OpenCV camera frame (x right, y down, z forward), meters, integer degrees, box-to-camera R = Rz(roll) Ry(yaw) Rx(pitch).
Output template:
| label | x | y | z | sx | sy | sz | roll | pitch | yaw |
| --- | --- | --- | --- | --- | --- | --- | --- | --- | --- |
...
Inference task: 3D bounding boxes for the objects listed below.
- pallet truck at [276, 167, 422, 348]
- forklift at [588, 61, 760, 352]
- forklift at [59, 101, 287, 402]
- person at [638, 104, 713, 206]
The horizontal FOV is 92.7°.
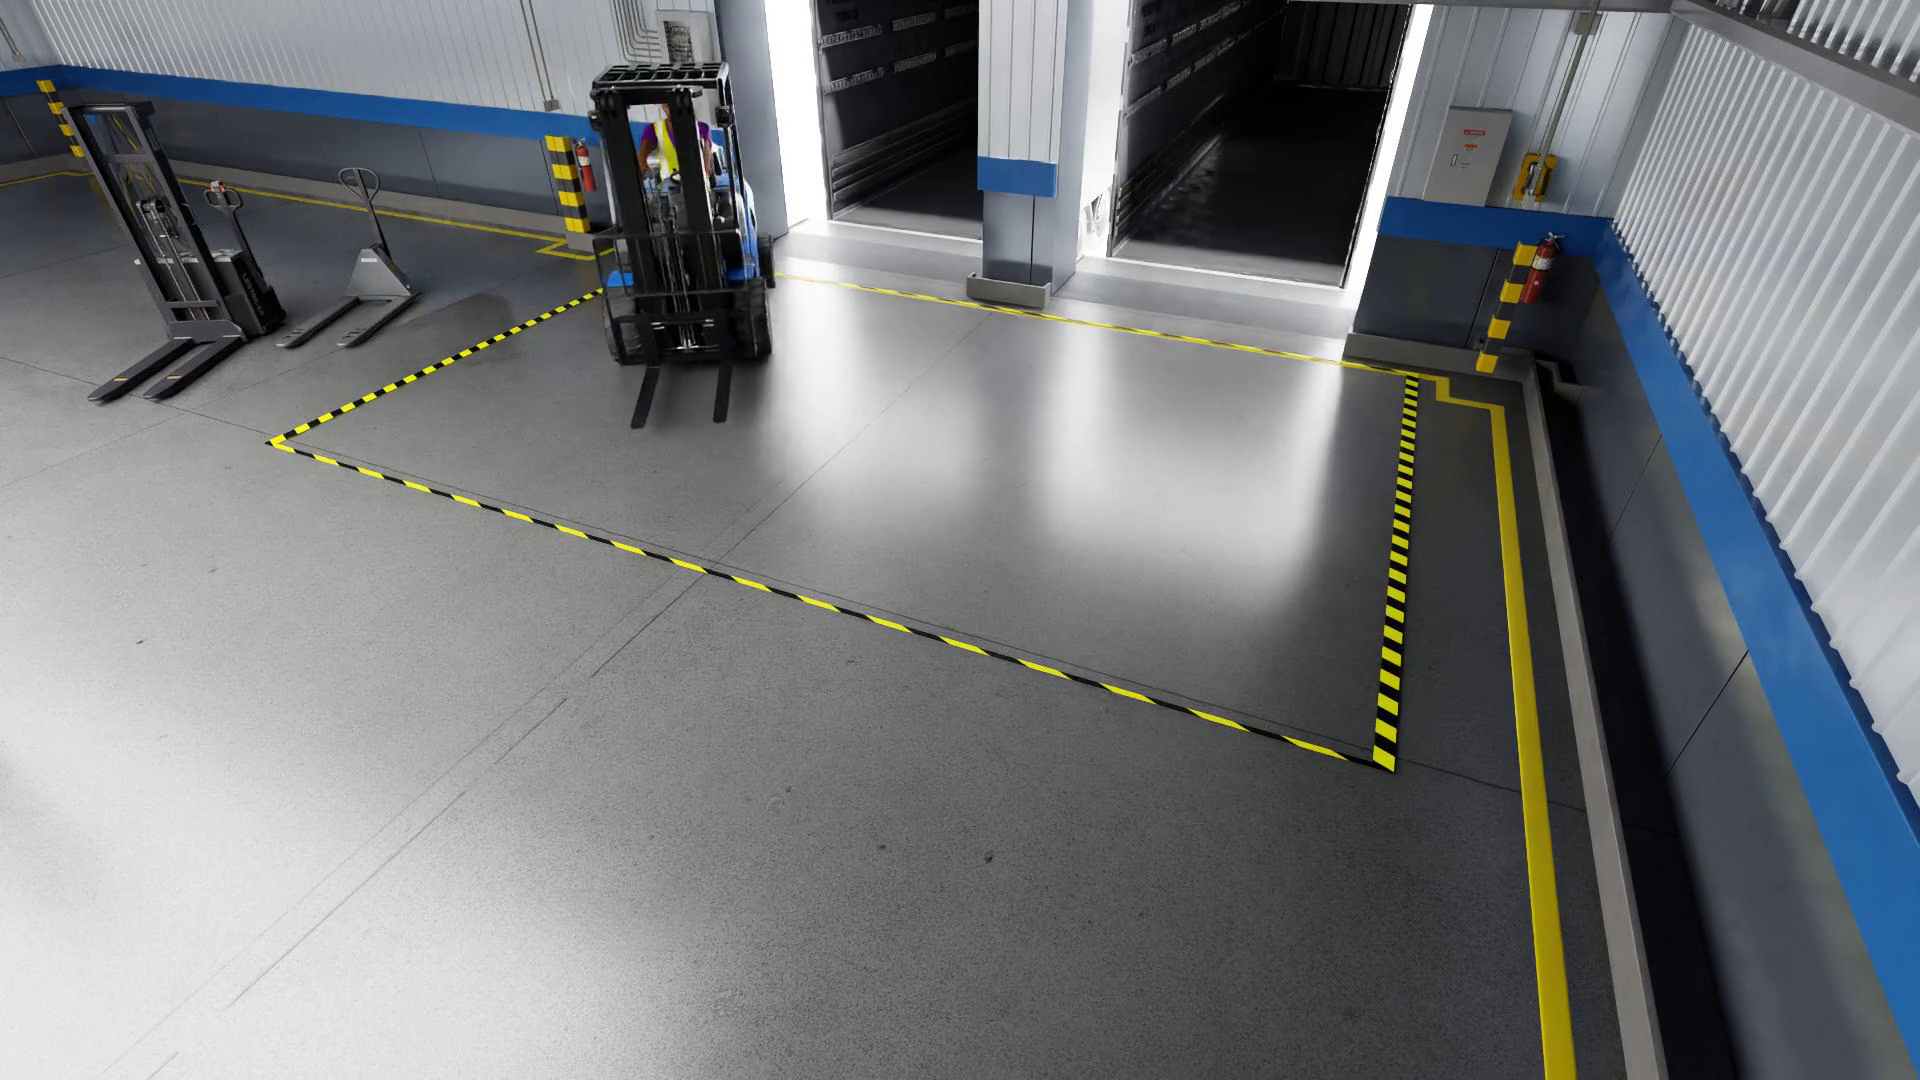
| label | x | y | z | sx | sy | sz | roll | pitch | yaw |
| --- | --- | --- | --- | --- | --- | --- | --- | --- | --- |
| pallet truck | -5.732 | -2.611 | 8.414 | 0.680 | 1.201 | 1.601 | -1 | 35 | -1 |
| forklift | -2.435 | -3.022 | 8.032 | 1.157 | 2.036 | 2.680 | -5 | 35 | -7 |
| forklift | -6.686 | -2.387 | 7.434 | 0.823 | 1.965 | 1.885 | -3 | 35 | -5 |
| person | -2.432 | -3.141 | 7.875 | 0.635 | 1.294 | 1.004 | -5 | 35 | -7 |
